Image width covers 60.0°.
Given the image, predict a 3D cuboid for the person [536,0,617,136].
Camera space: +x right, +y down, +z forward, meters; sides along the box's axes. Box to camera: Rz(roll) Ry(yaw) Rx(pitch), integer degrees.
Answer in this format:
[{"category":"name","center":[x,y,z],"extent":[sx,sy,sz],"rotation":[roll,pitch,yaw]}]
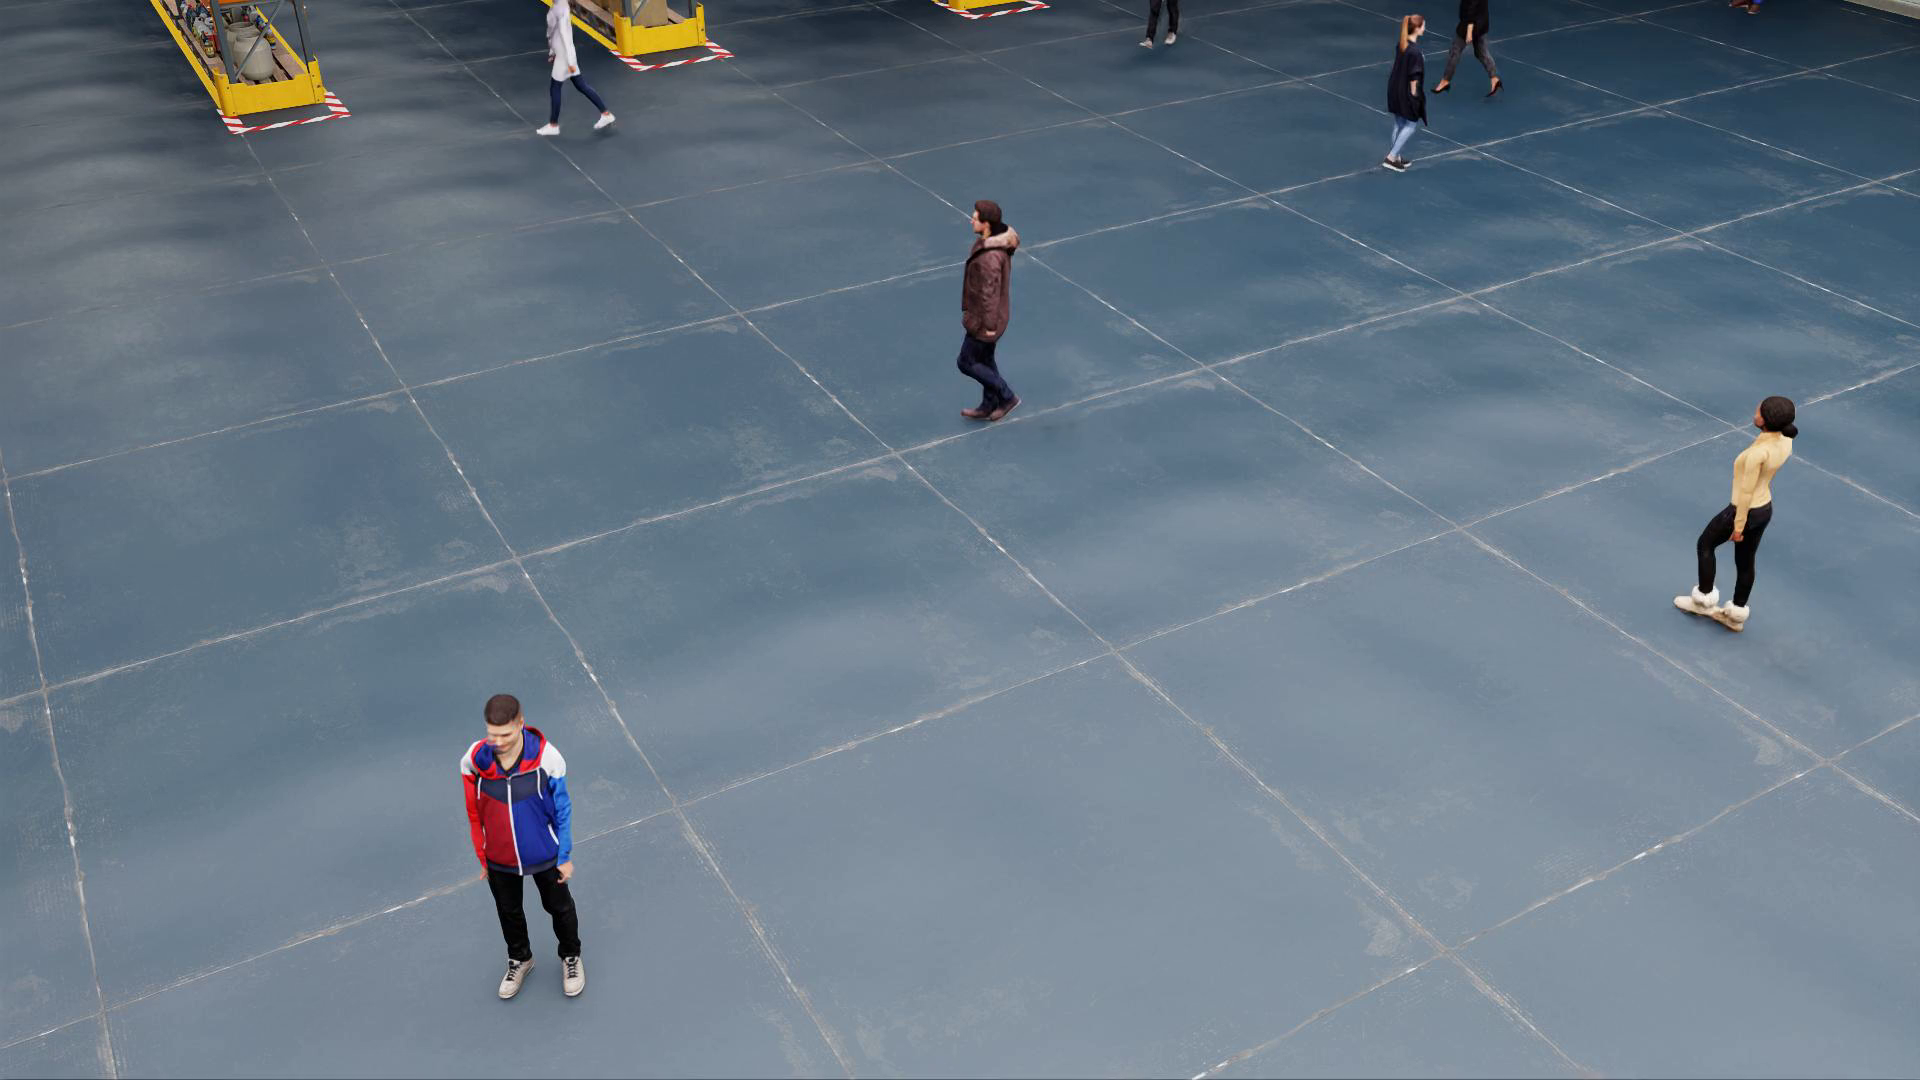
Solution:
[{"category":"person","center":[-4.367,-5.446,18.819],"extent":[0.983,1.738,1.154],"rotation":[-4,32,-6]}]

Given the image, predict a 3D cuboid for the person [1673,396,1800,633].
[{"category":"person","center":[5.030,-0.135,10.487],"extent":[0.601,1.646,0.661],"rotation":[-16,35,-23]}]

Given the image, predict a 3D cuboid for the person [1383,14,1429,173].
[{"category":"person","center":[4.715,-4.776,17.810],"extent":[0.764,1.682,0.658],"rotation":[-9,33,-14]}]

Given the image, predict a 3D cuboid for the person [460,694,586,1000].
[{"category":"person","center":[-2.063,1.439,7.885],"extent":[0.721,1.760,0.719],"rotation":[-1,32,-1]}]

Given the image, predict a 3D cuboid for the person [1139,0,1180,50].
[{"category":"person","center":[2.759,-7.349,21.856],"extent":[1.142,1.718,1.049],"rotation":[17,36,25]}]

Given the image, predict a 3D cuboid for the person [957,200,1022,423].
[{"category":"person","center":[0.284,-1.738,12.850],"extent":[0.972,1.835,0.894],"rotation":[3,32,4]}]

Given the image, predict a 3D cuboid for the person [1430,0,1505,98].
[{"category":"person","center":[6.236,-6.108,19.926],"extent":[1.201,1.677,1.018],"rotation":[17,36,24]}]

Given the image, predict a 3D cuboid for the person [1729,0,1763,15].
[{"category":"person","center":[11.259,-8.282,23.240],"extent":[0.839,1.818,0.608],"rotation":[-11,34,-17]}]
